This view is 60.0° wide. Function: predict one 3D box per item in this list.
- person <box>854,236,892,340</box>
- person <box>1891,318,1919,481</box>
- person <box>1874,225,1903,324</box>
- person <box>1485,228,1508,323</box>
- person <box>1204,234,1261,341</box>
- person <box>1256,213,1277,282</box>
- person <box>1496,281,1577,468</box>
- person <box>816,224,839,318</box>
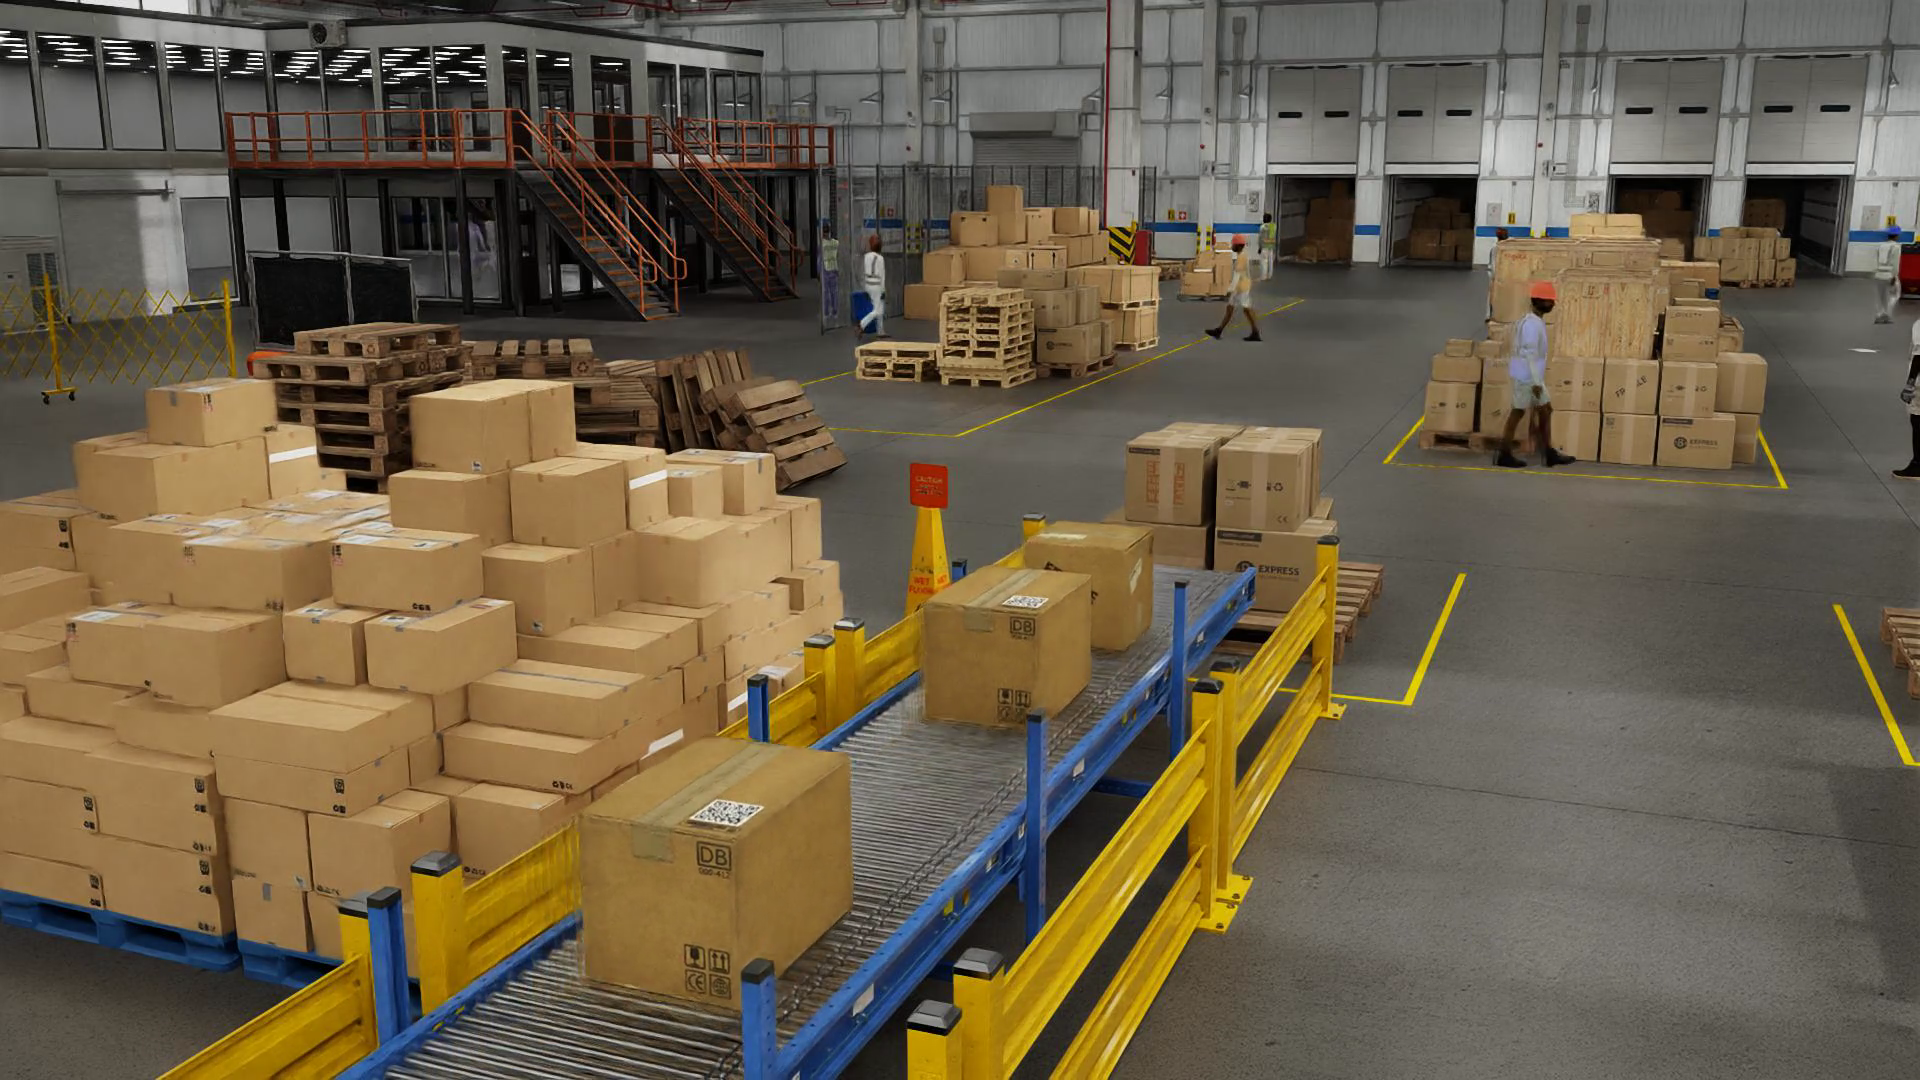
[{"bbox_3d":[-1.543,-4.434,29.374,0.730,1.865,0.589,-8,15,-32],"label":"person"},{"bbox_3d":[9.458,-1.560,16.253,0.610,1.962,0.365,-6,14,-24],"label":"person"},{"bbox_3d":[18.220,-5.192,32.626,0.455,1.929,0.614,-2,13,-11],"label":"person"},{"bbox_3d":[10.622,-5.214,32.862,0.361,1.878,0.579,9,15,34],"label":"person"},{"bbox_3d":[4.879,-4.449,29.419,1.028,1.869,0.552,1,13,6],"label":"person"},{"bbox_3d":[8.288,-7.913,45.032,0.627,1.844,0.429,-11,17,-42],"label":"person"},{"bbox_3d":[5.894,-1.649,16.791,0.883,1.900,0.584,6,14,25],"label":"person"},{"bbox_3d":[-2.710,-5.503,34.077,0.395,1.911,0.587,10,16,37],"label":"person"}]
